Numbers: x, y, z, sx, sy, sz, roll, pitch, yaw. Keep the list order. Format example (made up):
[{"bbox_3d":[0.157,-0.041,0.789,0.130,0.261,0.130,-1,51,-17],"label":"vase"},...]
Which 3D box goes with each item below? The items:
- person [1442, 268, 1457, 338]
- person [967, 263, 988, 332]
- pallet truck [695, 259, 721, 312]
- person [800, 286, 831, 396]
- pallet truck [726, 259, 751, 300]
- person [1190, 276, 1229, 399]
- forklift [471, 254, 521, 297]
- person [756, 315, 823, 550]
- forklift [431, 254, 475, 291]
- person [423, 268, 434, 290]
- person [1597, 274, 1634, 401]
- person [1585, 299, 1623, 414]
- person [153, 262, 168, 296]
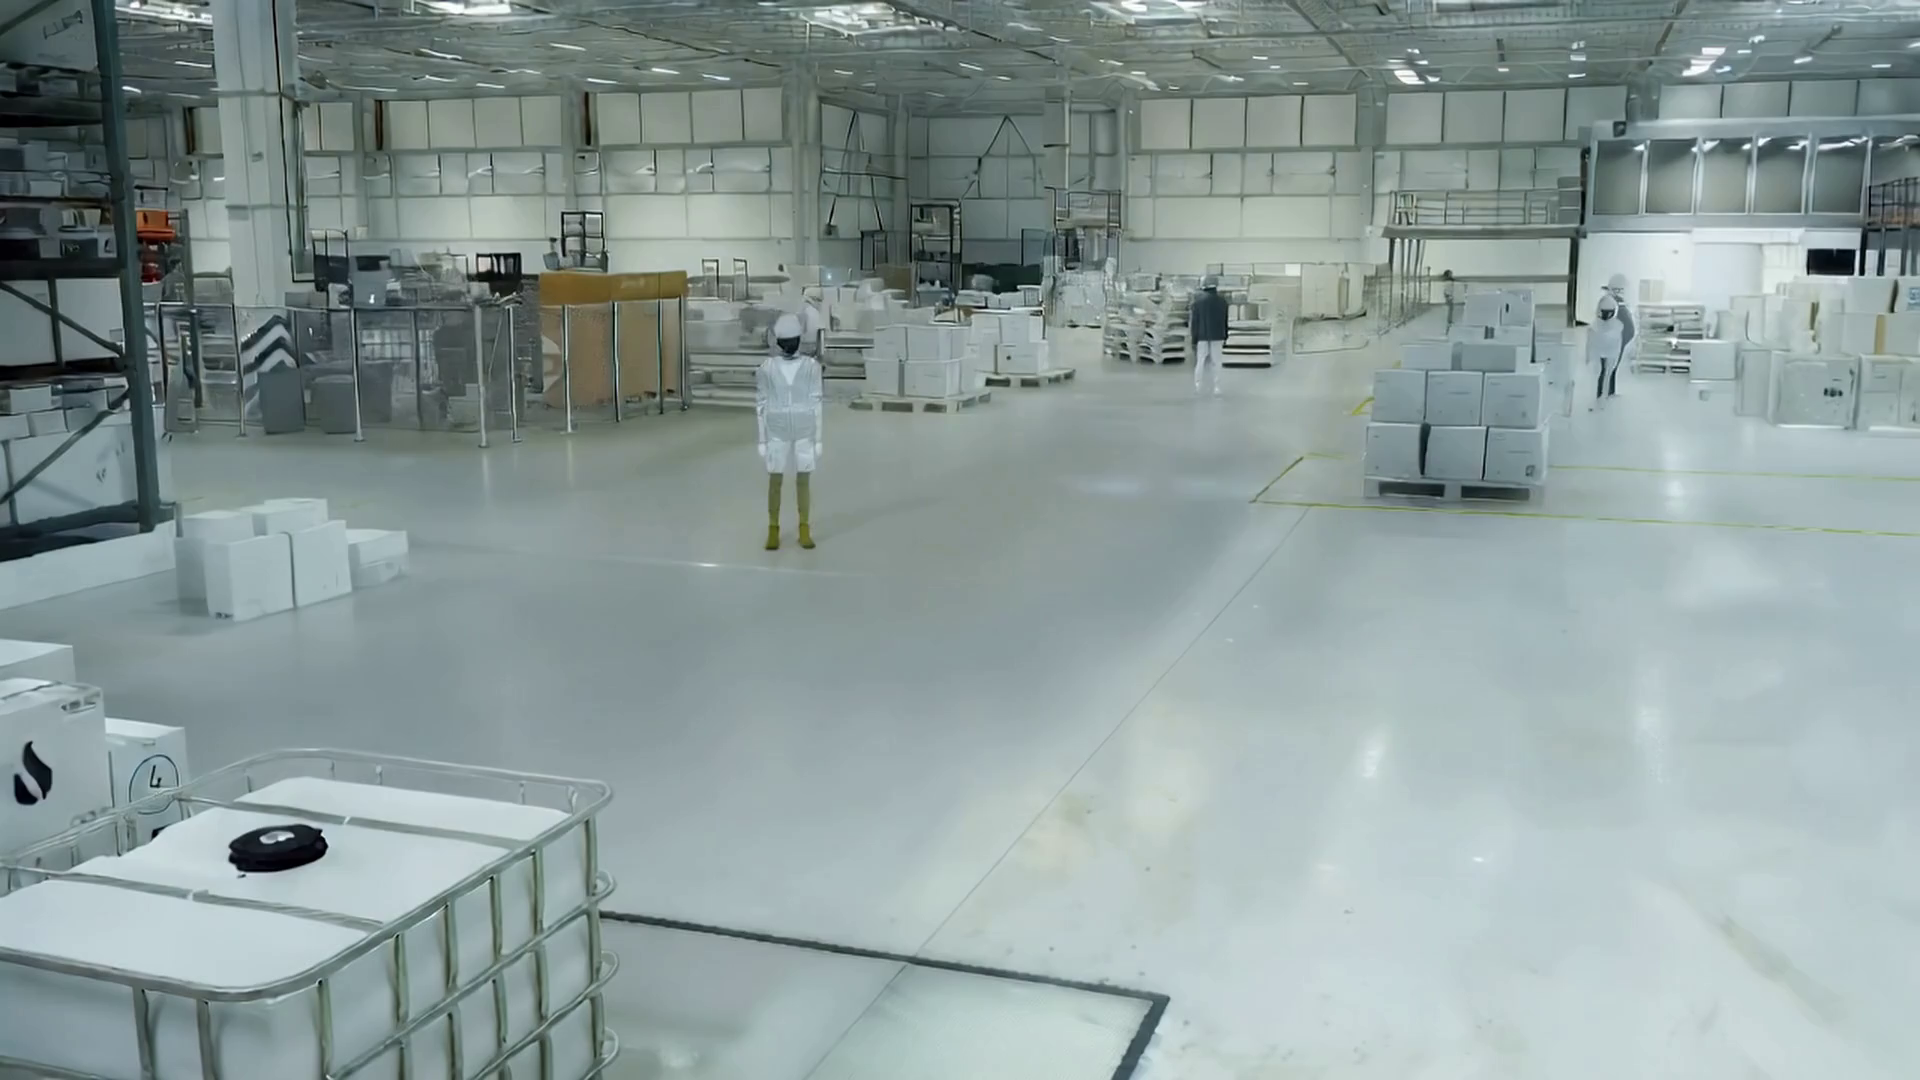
[{"bbox_3d":[12.927,-6.216,43.889,0.362,1.883,0.576,3,11,18],"label":"person"},{"bbox_3d":[0.585,-6.929,47.592,0.620,2.006,1.000,-7,12,-35],"label":"person"},{"bbox_3d":[-9.165,-9.627,62.776,0.823,1.965,1.885,4,11,23],"label":"pallet truck"},{"bbox_3d":[-2.450,-3.297,27.614,0.565,1.816,0.612,4,11,21],"label":"person"},{"bbox_3d":[-7.986,-9.493,62.019,0.823,1.965,1.885,3,11,17],"label":"pallet truck"},{"bbox_3d":[4.049,-3.273,26.998,0.612,1.995,0.376,1,10,4],"label":"person"},{"bbox_3d":[-17.990,-10.121,64.684,1.157,1.987,2.680,3,11,17],"label":"forklift"},{"bbox_3d":[-1.394,-0.876,13.661,0.552,1.935,0.368,-2,10,-10],"label":"person"},{"bbox_3d":[-20.133,-10.254,65.465,1.157,1.987,2.680,3,11,19],"label":"forklift"},{"bbox_3d":[-19.414,-9.193,60.789,0.404,1.834,0.591,-6,12,-32],"label":"person"},{"bbox_3d":[10.551,-3.254,26.764,0.539,2.000,0.688,8,13,39],"label":"person"},{"bbox_3d":[9.467,-2.692,24.502,0.532,1.704,0.944,5,11,27],"label":"person"},{"bbox_3d":[-27.645,-8.640,57.473,0.640,1.909,0.409,6,12,29],"label":"person"}]
